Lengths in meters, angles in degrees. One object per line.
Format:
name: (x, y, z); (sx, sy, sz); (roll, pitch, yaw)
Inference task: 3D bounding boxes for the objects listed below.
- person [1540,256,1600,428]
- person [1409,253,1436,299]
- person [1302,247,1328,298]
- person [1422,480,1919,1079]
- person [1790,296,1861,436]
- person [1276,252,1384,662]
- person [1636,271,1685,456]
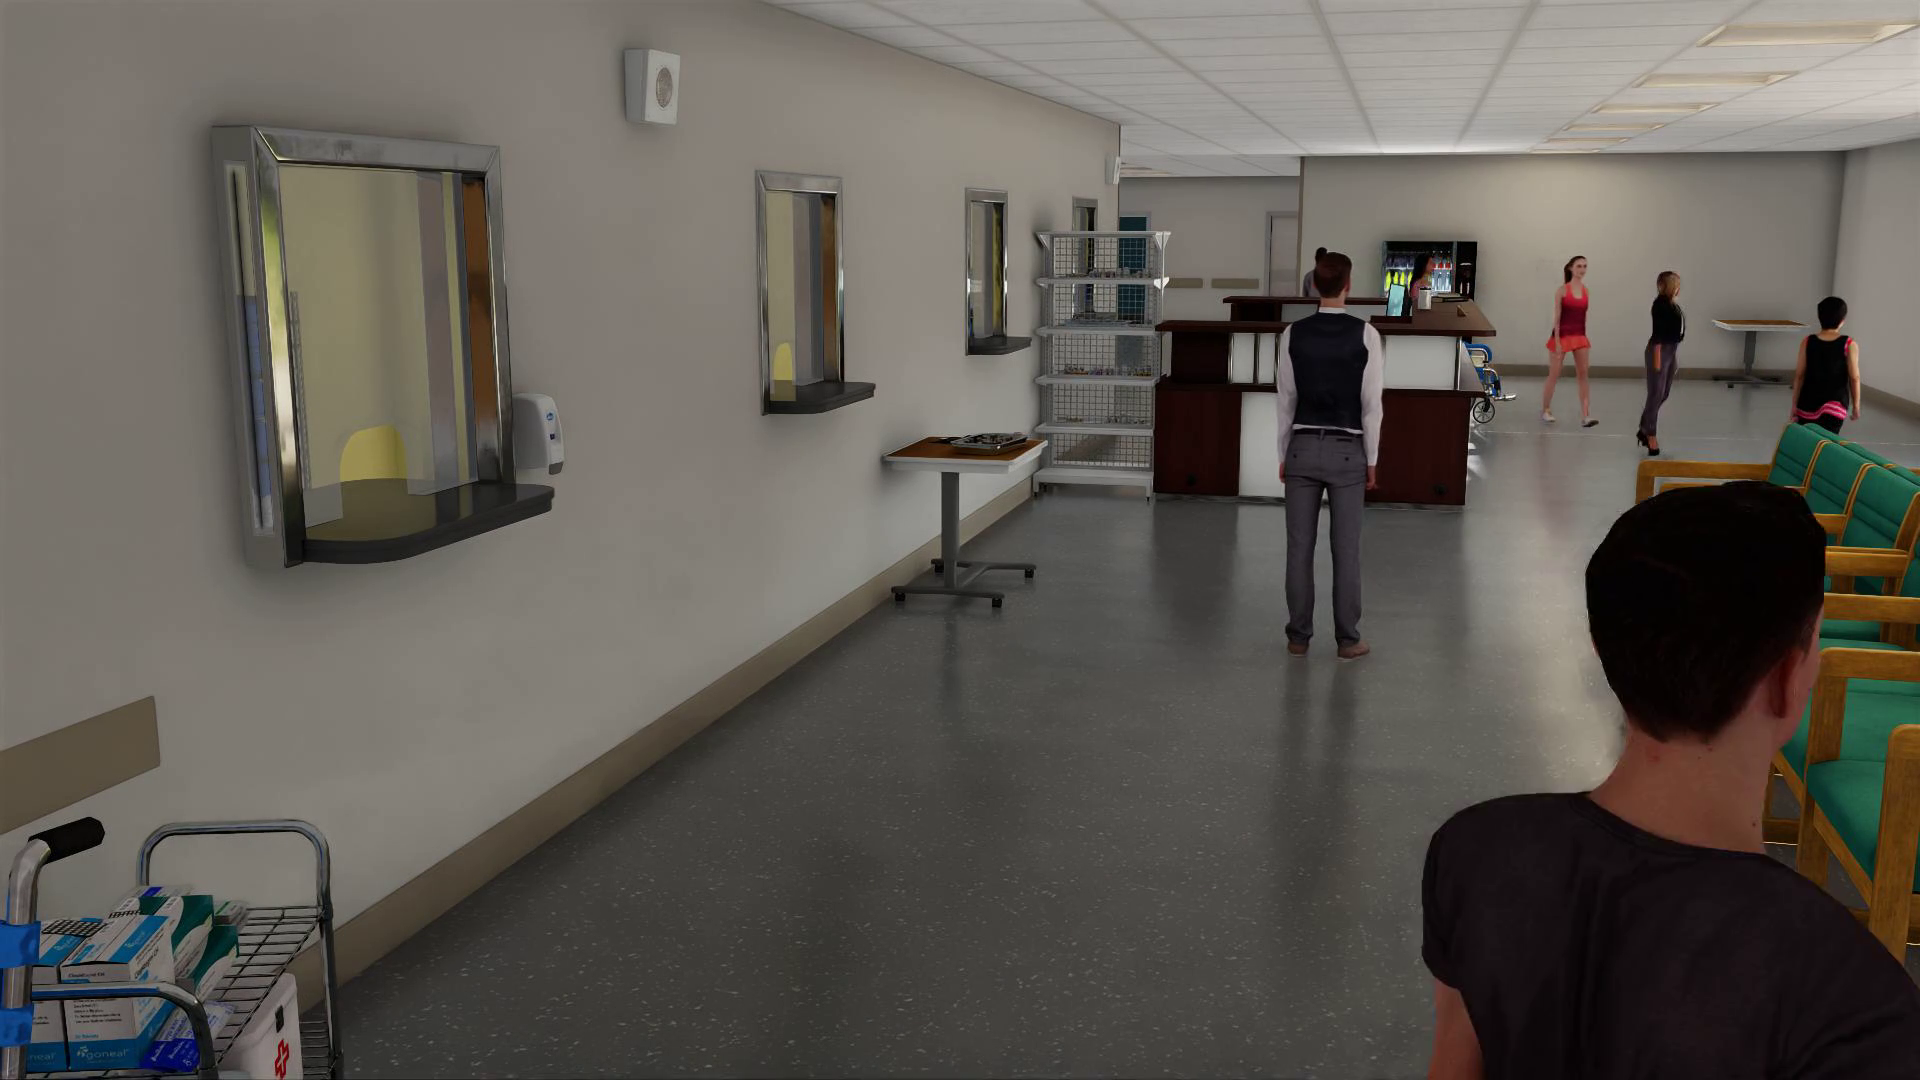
person: (6.172, -2.002, 16.994); (1.164, 1.703, 0.900); (-1, 11, -5)
person: (5.234, -2.436, 19.194); (0.813, 1.734, 0.729); (9, 14, 39)
person: (4.595, -2.839, 21.222); (0.484, 1.771, 0.688); (4, 11, 20)
person: (0.505, 0.888, 1.478); (1.168, 1.810, 1.206); (-9, 14, -39)
person: (6.179, -0.947, 11.952); (1.034, 1.509, 0.916); (9, 14, 40)
person: (1.747, -0.402, 7.931); (0.569, 1.937, 0.752); (5, 12, 24)
person: (6.309, -1.598, 15.026); (0.741, 1.641, 0.730); (-8, 13, -36)
